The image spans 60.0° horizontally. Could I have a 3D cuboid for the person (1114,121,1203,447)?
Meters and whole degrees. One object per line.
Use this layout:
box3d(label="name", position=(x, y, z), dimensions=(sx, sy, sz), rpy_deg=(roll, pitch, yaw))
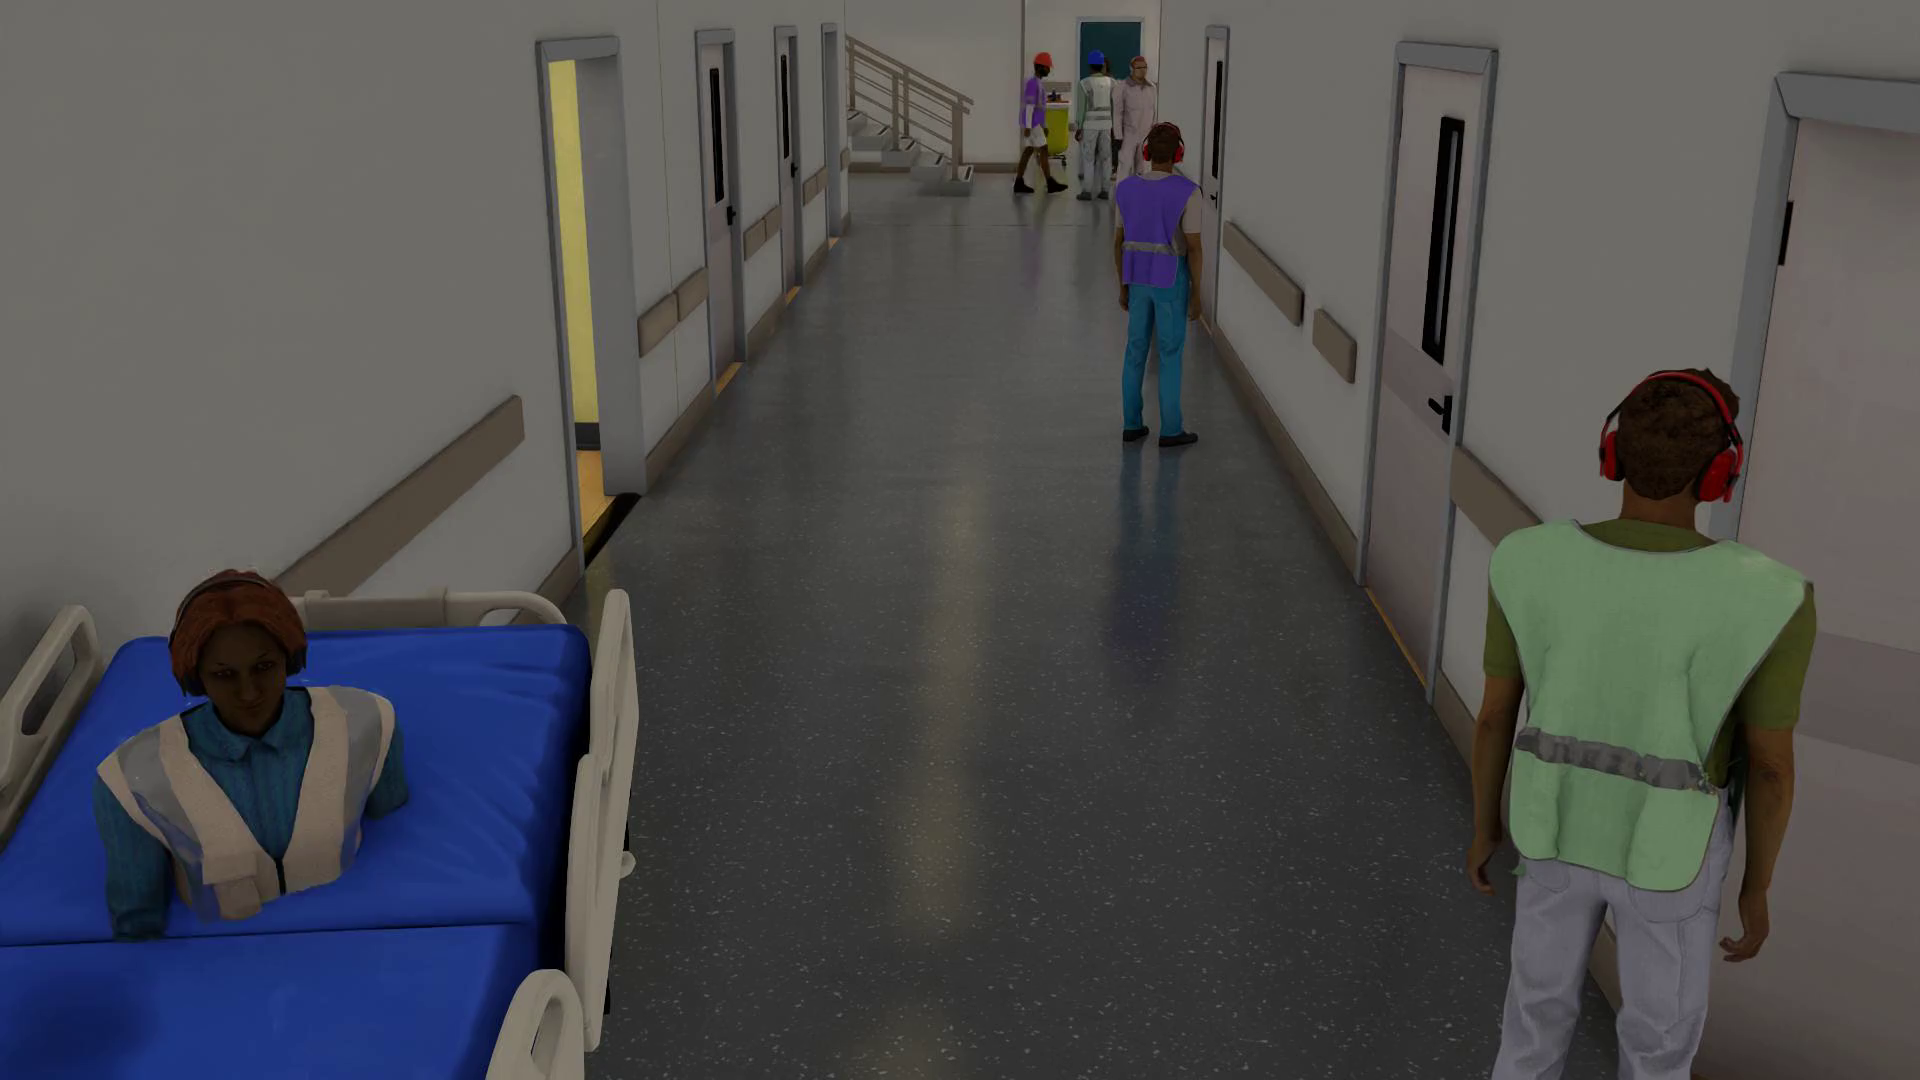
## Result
box3d(label="person", position=(1.134, -1.454, 9.574), dimensions=(0.566, 1.849, 0.387), rpy_deg=(13, 22, 35))

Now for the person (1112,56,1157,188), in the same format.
box3d(label="person", position=(2.216, -5.081, 20.880), dimensions=(0.642, 1.908, 0.410), rpy_deg=(-10, 20, -29))

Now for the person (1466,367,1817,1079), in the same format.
box3d(label="person", position=(1.233, 0.595, 3.142), dimensions=(0.564, 1.847, 0.396), rpy_deg=(12, 21, 33))

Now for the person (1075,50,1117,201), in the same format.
box3d(label="person", position=(1.809, -5.513, 22.166), dimensions=(0.605, 1.951, 0.381), rpy_deg=(-8, 19, -24))

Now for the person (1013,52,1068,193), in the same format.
box3d(label="person", position=(1.153, -5.757, 23.022), dimensions=(0.906, 1.891, 0.566), rpy_deg=(3, 18, 8))

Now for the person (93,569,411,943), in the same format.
box3d(label="person", position=(-1.160, 0.802, 2.902), dimensions=(0.513, 1.580, 0.884), rpy_deg=(-10, 20, -29))

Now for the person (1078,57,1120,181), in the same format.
box3d(label="person", position=(2.118, -6.214, 24.622), dimensions=(0.511, 1.794, 0.970), rpy_deg=(12, 21, 32))
